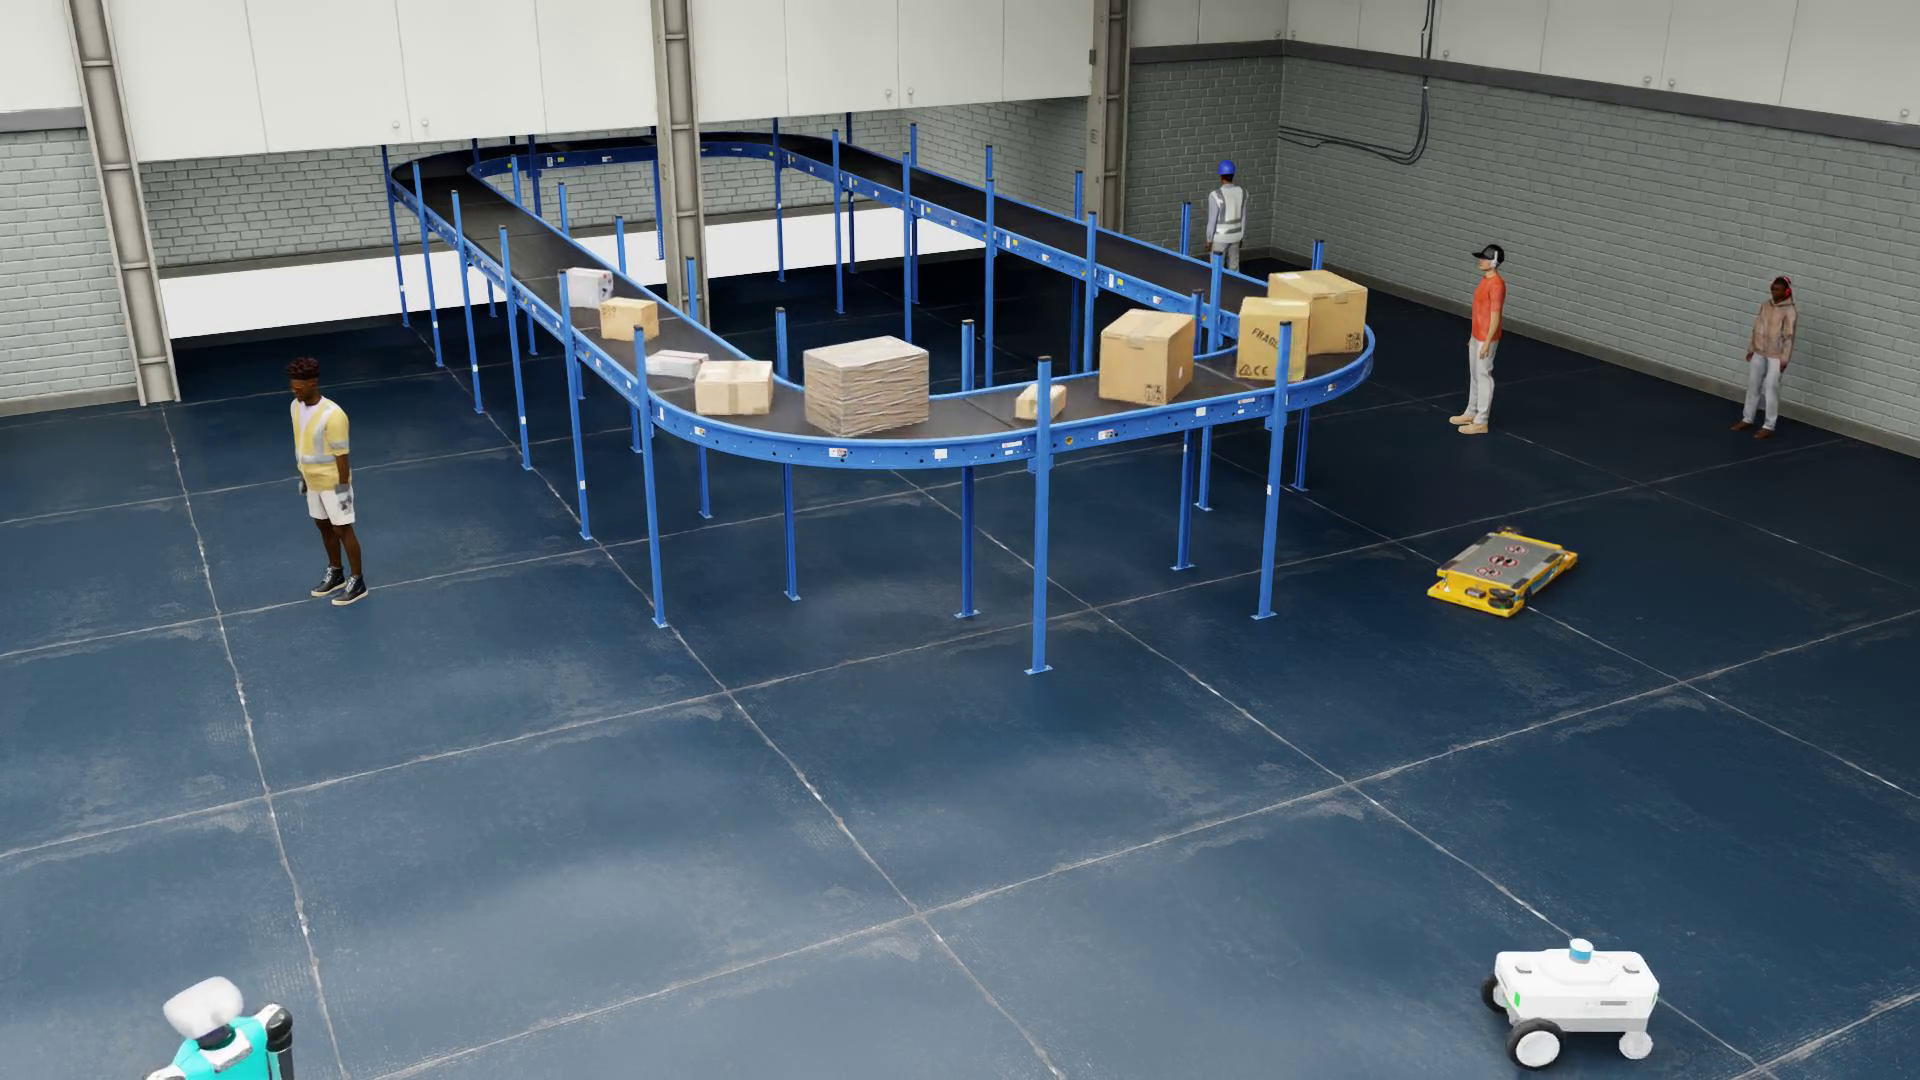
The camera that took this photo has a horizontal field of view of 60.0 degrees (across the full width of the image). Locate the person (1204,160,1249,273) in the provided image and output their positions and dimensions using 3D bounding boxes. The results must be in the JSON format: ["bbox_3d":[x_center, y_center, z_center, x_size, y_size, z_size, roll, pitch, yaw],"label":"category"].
[{"bbox_3d":[3.364,-3.845,21.147,0.608,1.943,0.399,-12,25,-27],"label":"person"}]

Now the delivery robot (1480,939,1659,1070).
[{"bbox_3d":[2.961,2.201,8.039,0.774,0.583,0.499,0,22,0],"label":"delivery robot"}]

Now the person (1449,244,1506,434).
[{"bbox_3d":[5.220,-2.017,16.675,0.386,1.913,0.475,0,22,0],"label":"person"}]

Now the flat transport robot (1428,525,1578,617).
[{"bbox_3d":[4.351,0.241,13.279,0.659,0.231,1.431,17,28,36],"label":"flat transport robot"}]

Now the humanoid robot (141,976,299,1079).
[{"bbox_3d":[-2.760,2.377,6.184,0.719,1.899,0.549,16,27,34],"label":"humanoid robot"}]

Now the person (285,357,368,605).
[{"bbox_3d":[-4.881,-0.465,12.778,0.602,1.959,0.372,16,27,34],"label":"person"}]

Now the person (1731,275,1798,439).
[{"bbox_3d":[8.075,-1.828,16.562,0.310,1.645,0.476,-9,24,-20],"label":"person"}]
